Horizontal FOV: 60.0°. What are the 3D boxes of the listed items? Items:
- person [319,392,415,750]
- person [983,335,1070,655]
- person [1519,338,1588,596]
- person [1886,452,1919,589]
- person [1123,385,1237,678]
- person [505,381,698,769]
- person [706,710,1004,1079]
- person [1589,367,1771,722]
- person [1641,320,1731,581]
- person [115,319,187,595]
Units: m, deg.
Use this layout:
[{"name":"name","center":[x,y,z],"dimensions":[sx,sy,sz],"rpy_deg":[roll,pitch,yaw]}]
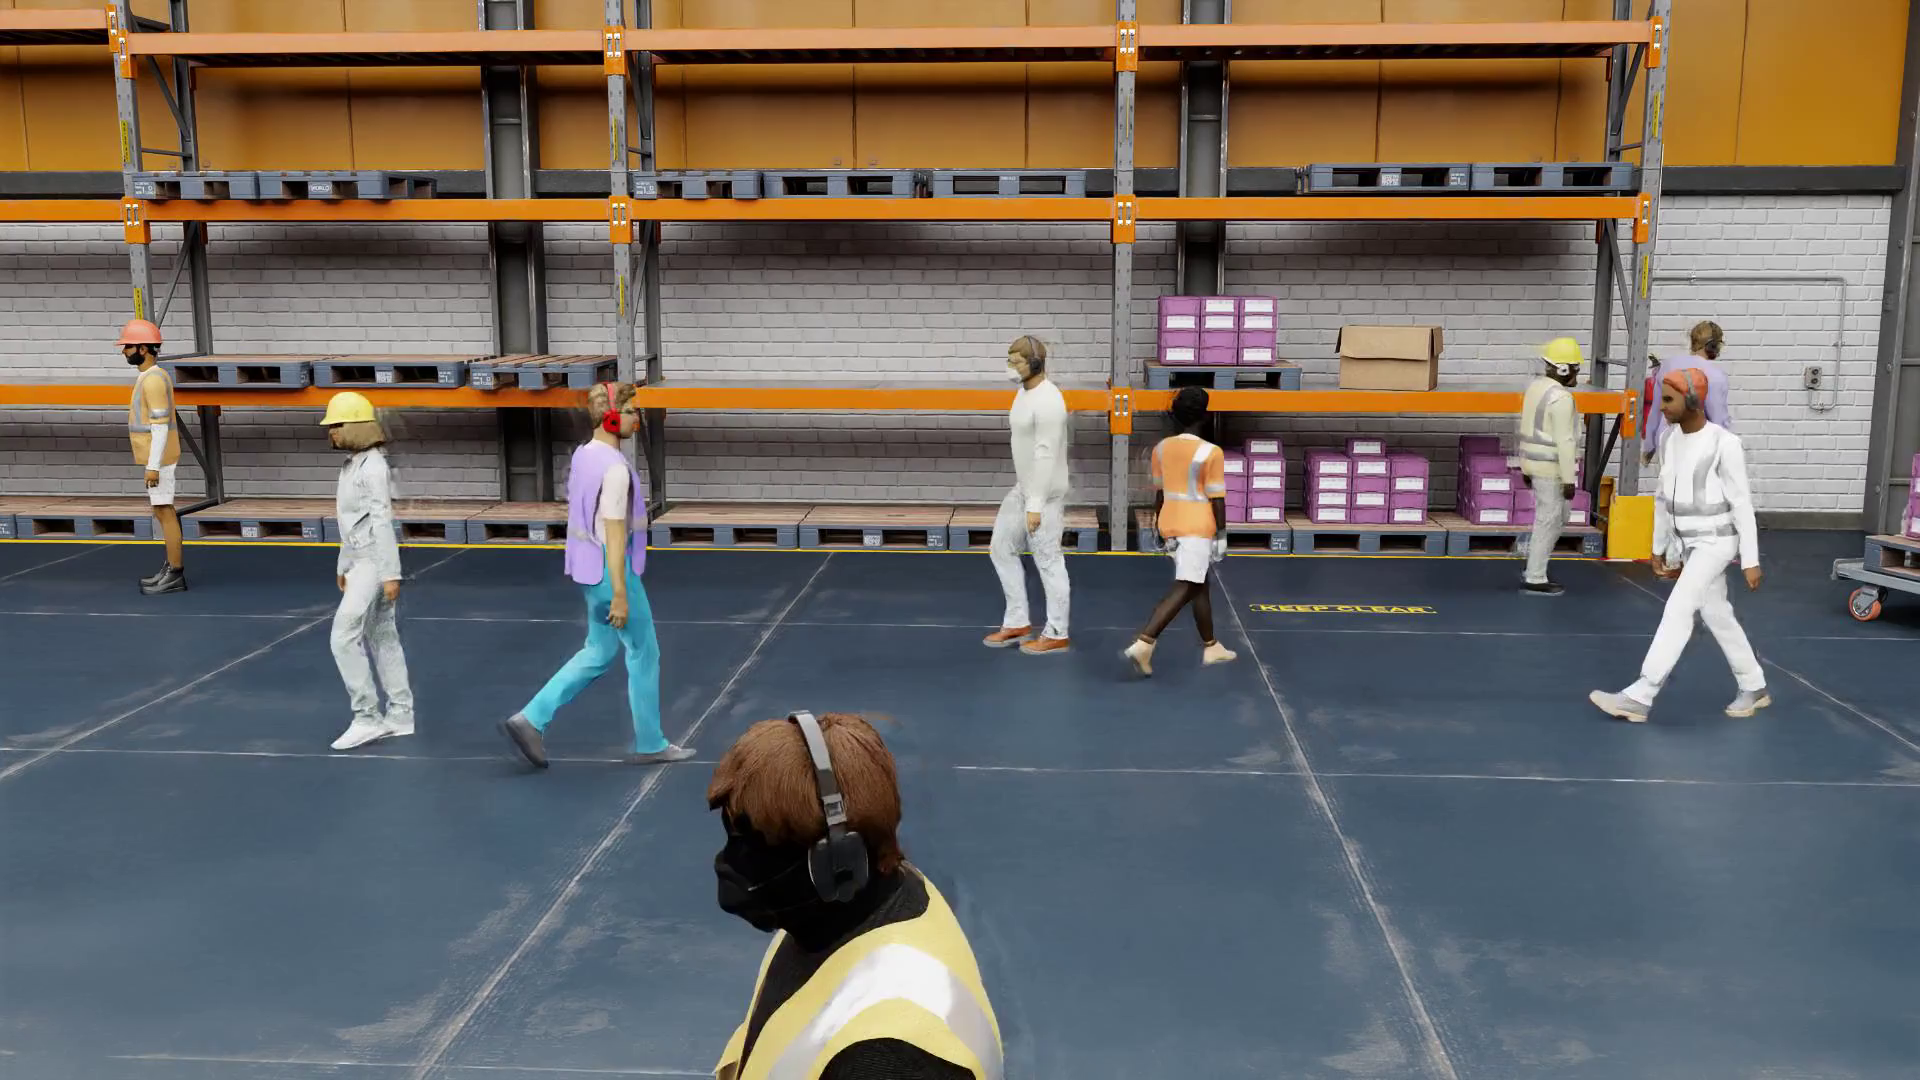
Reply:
[{"name":"person","center":[-2.942,0.147,8.073],"dimensions":[0.568,1.723,0.519],"rpy_deg":[-6,11,-30]},{"name":"person","center":[0.372,-0.251,9.871],"dimensions":[0.665,1.914,0.655],"rpy_deg":[-2,10,-12]},{"name":"person","center":[4.158,-0.502,11.635],"dimensions":[0.462,1.813,0.627],"rpy_deg":[0,10,-1]},{"name":"person","center":[6.783,-0.489,11.603],"dimensions":[0.752,1.798,0.605],"rpy_deg":[2,10,12]},{"name":"person","center":[1.254,-0.048,9.456],"dimensions":[0.863,1.662,0.535],"rpy_deg":[-6,11,-32]},{"name":"person","center":[-1.666,0.180,7.641],"dimensions":[0.801,1.823,0.571],"rpy_deg":[-5,11,-27]},{"name":"person","center":[-0.046,1.100,2.260],"dimensions":[0.633,1.819,0.658],"rpy_deg":[-1,10,-8]},{"name":"person","center":[3.788,0.036,8.479],"dimensions":[1.008,1.825,0.638],"rpy_deg":[-1,10,-8]},{"name":"person","center":[5.345,-0.647,12.212],"dimensions":[0.562,1.913,0.673],"rpy_deg":[-3,10,-19]},{"name":"person","center":[-5.702,-0.583,11.749],"dimensions":[0.361,1.940,0.543],"rpy_deg":[-4,11,-25]}]
